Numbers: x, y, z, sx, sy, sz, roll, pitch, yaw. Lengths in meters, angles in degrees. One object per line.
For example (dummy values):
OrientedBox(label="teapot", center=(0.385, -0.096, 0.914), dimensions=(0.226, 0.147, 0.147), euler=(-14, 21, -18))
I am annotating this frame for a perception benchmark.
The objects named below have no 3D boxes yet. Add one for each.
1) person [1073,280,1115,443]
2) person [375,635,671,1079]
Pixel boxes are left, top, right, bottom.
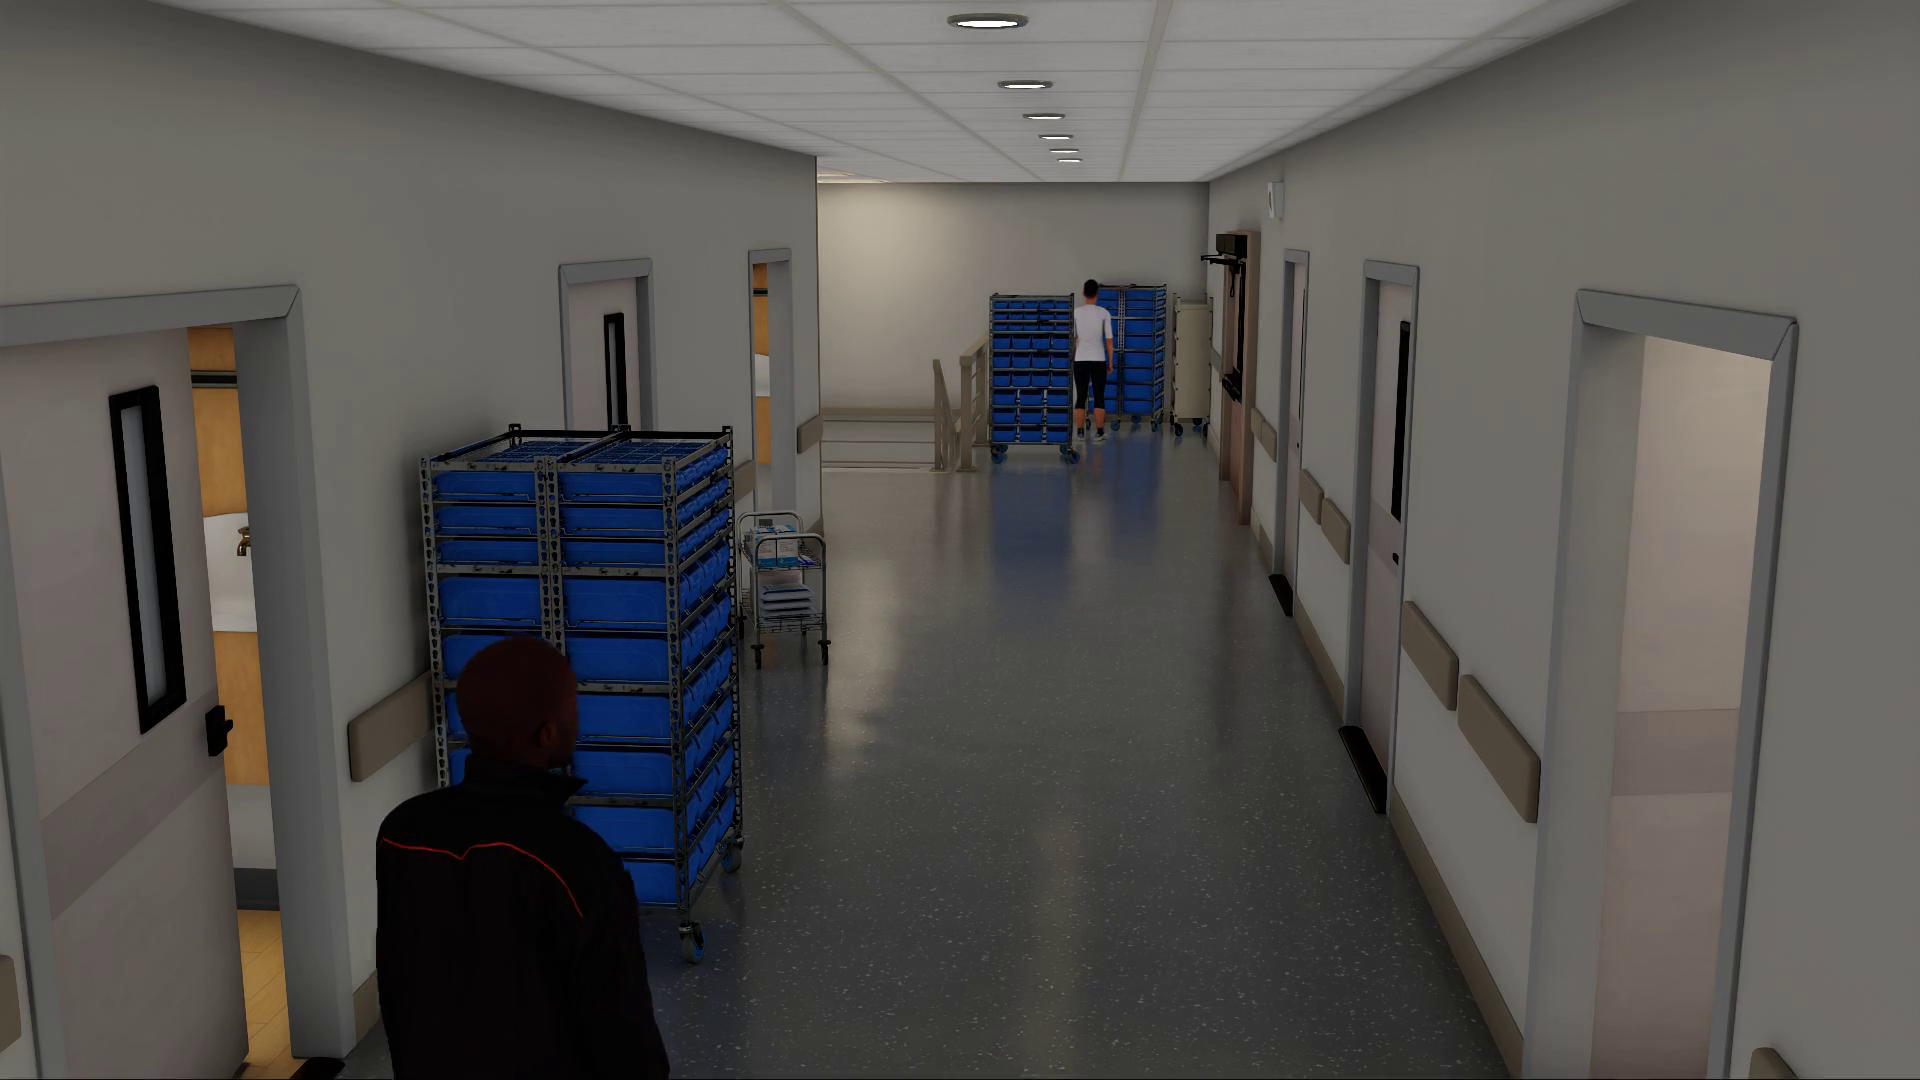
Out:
OrientedBox(label="person", center=(1.500, -2.067, 19.172), dimensions=(0.694, 1.851, 0.574), euler=(2, 11, 11))
OrientedBox(label="person", center=(-0.747, 1.043, 2.852), dimensions=(0.788, 1.824, 0.741), euler=(4, 11, 19))
